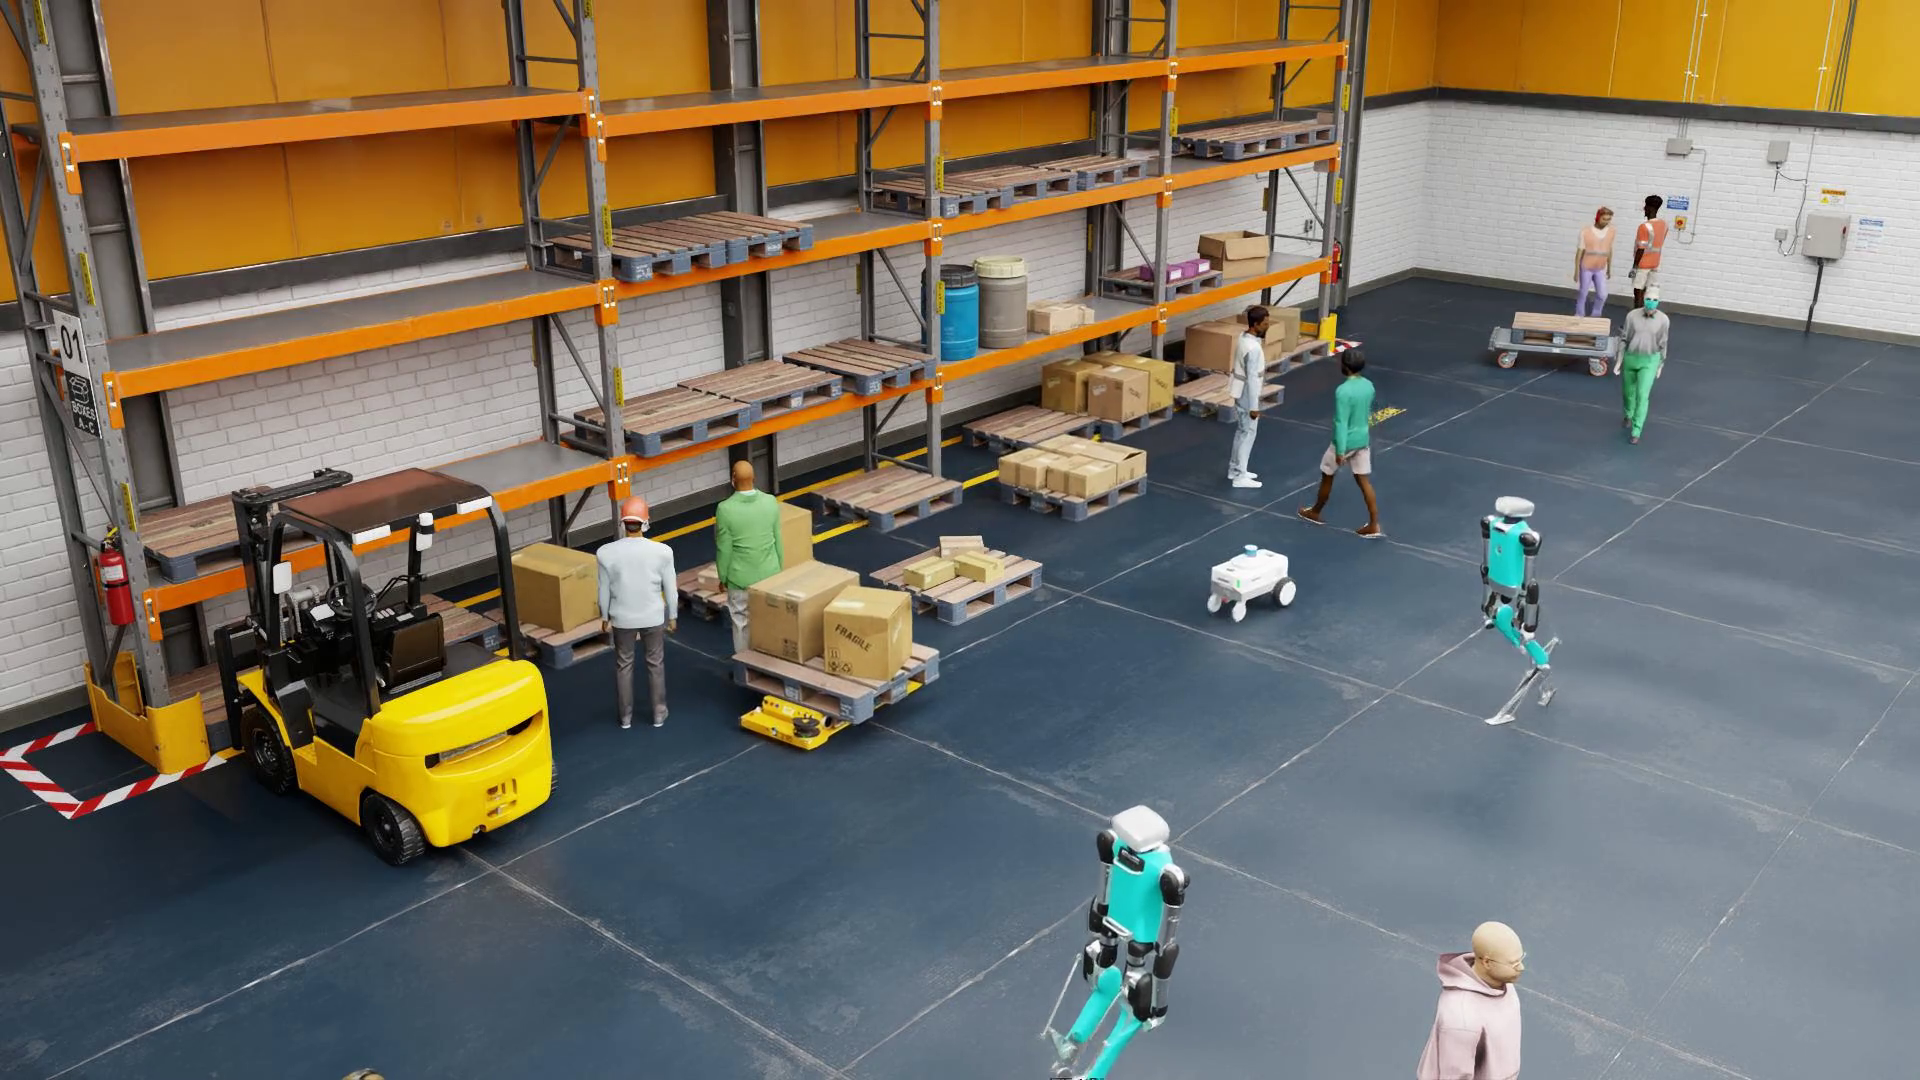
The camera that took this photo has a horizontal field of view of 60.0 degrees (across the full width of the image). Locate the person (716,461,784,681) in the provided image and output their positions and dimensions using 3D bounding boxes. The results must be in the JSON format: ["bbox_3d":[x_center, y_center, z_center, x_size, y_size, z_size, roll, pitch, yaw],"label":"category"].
[{"bbox_3d":[-1.597,0.253,12.682,0.534,1.782,0.383,-10,23,-26],"label":"person"}]

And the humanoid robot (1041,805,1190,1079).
[{"bbox_3d":[0.587,2.166,7.676,0.845,1.857,0.545,-15,25,-35],"label":"humanoid robot"}]

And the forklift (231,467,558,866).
[{"bbox_3d":[-3.730,0.710,10.856,2.313,2.155,1.214,17,26,38],"label":"forklift"}]

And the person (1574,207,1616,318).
[{"bbox_3d":[9.035,-3.823,23.667,0.619,1.810,0.644,-4,21,-10],"label":"person"}]

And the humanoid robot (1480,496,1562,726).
[{"bbox_3d":[4.190,0.524,12.099,0.879,1.825,0.550,-9,22,-23],"label":"humanoid robot"}]

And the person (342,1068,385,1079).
[{"bbox_3d":[-2.019,2.686,5.866,0.359,1.937,0.635,5,21,12],"label":"person"}]

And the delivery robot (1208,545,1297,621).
[{"bbox_3d":[2.488,0.343,14.235,0.816,0.613,0.499,-17,26,-39],"label":"delivery robot"}]

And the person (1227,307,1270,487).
[{"bbox_3d":[2.969,-1.479,17.202,0.402,1.904,0.596,0,20,-1],"label":"person"}]

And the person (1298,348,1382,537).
[{"bbox_3d":[3.722,-0.943,15.891,0.512,1.799,0.992,-14,24,-33],"label":"person"}]

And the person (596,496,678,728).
[{"bbox_3d":[-2.319,0.525,12.007,0.572,1.738,0.350,-3,21,-9],"label":"person"}]

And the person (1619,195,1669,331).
[{"bbox_3d":[9.809,-3.952,23.812,0.605,1.965,0.368,-15,25,-35],"label":"person"}]

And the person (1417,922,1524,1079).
[{"bbox_3d":[2.112,2.360,6.987,0.408,1.777,0.519,14,24,33],"label":"person"}]

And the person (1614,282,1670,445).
[{"bbox_3d":[7.743,-2.056,18.912,0.511,1.801,0.900,11,23,28],"label":"person"}]

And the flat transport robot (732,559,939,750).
[{"bbox_3d":[-0.922,1.148,12.441,0.659,0.231,1.431,14,24,33],"label":"flat transport robot"}]
